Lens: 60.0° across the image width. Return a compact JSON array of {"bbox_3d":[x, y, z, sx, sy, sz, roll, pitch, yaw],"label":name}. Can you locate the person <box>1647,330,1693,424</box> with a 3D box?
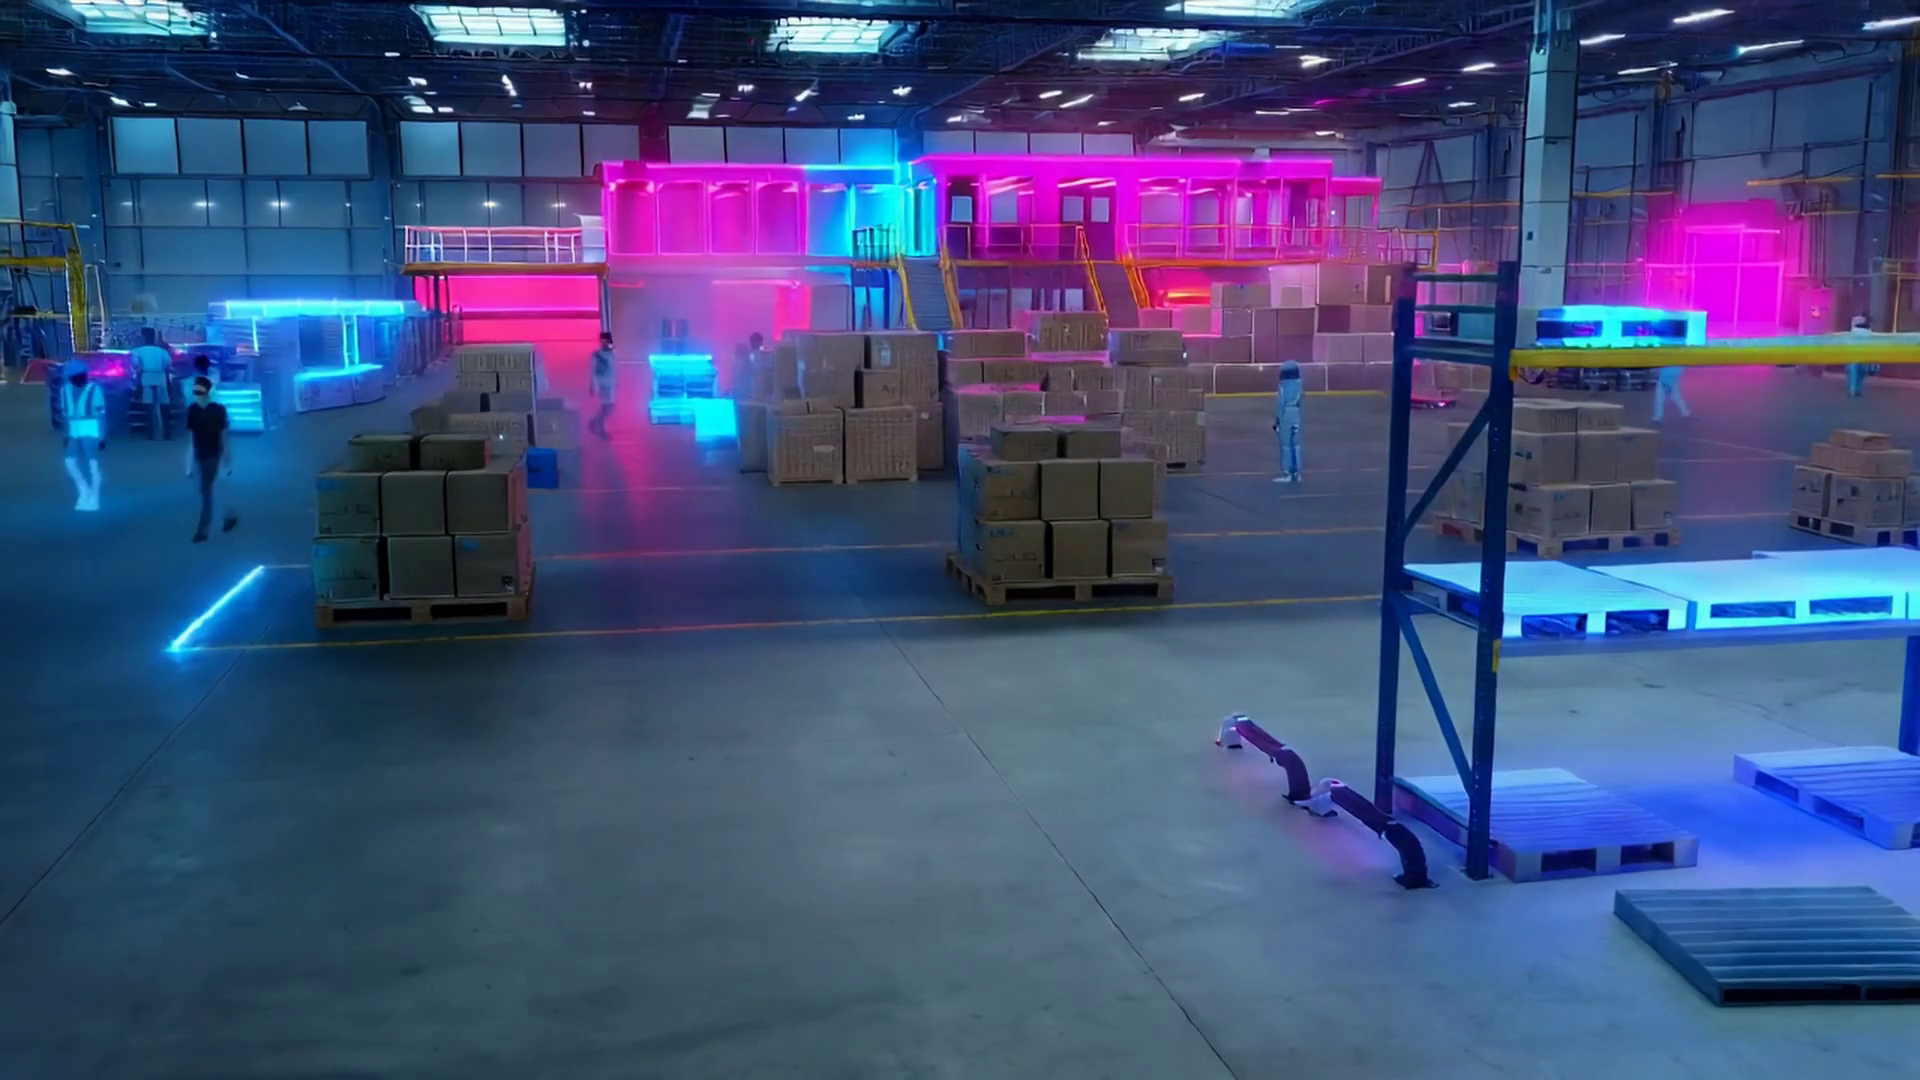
[{"bbox_3d":[13.613,-3.101,31.790,0.628,1.809,0.723,-7,12,-37],"label":"person"}]

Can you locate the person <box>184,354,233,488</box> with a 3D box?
[{"bbox_3d":[-10.044,-1.561,22.297,0.504,1.840,0.796,1,9,3],"label":"person"}]

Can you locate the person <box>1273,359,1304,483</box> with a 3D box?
[{"bbox_3d":[4.587,-1.658,23.222,0.480,1.734,0.337,-7,12,-37],"label":"person"}]

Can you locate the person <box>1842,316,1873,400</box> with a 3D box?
[{"bbox_3d":[20.486,-4.155,37.927,0.629,1.914,0.949,5,11,28],"label":"person"}]

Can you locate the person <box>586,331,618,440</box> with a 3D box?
[{"bbox_3d":[-6.292,-2.701,29.103,0.648,1.910,0.593,5,10,26],"label":"person"}]

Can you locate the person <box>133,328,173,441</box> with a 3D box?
[{"bbox_3d":[-13.989,-2.699,28.851,0.611,1.966,0.362,-7,12,-38],"label":"person"}]

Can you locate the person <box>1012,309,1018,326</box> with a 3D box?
[{"bbox_3d":[1.484,-5.270,44.776,0.356,1.885,0.572,0,9,-3],"label":"person"}]

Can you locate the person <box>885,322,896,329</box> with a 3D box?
[{"bbox_3d":[-1.359,-3.887,36.562,0.544,1.804,0.524,1,9,7],"label":"person"}]

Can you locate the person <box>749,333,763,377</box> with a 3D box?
[{"bbox_3d":[-3.332,-2.488,27.716,0.397,1.919,0.590,3,10,19],"label":"person"}]

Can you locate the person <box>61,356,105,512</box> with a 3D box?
[{"bbox_3d":[-10.765,-1.290,20.401,0.580,1.918,0.448,1,9,4],"label":"person"}]

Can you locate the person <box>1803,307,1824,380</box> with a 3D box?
[{"bbox_3d":[22.778,-5.231,44.328,0.644,1.952,0.661,-5,11,-28],"label":"person"}]

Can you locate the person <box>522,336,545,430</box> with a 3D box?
[{"bbox_3d":[-7.842,-2.828,30.284,0.543,1.749,0.436,-1,9,-8],"label":"person"}]

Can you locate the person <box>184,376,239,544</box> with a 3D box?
[{"bbox_3d":[-8.324,-0.917,18.468,0.539,1.823,0.964,2,10,14],"label":"person"}]
